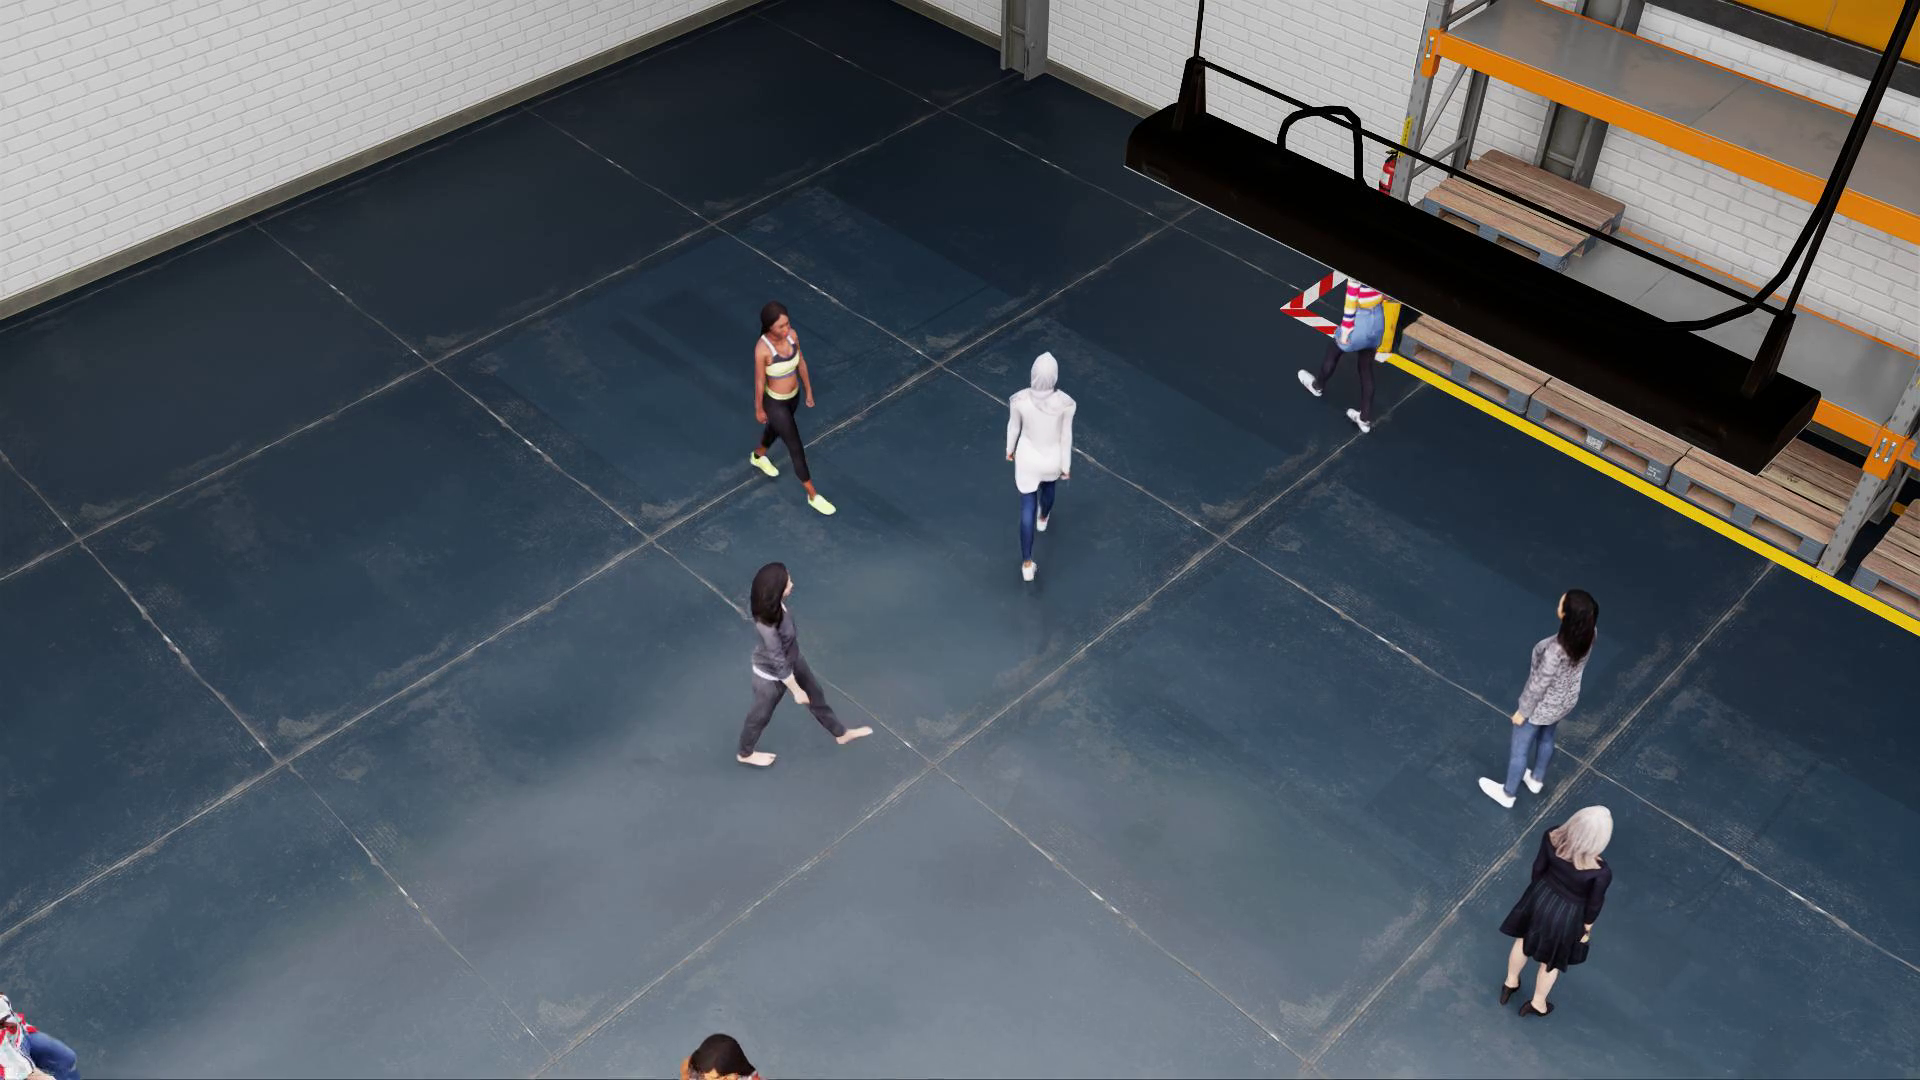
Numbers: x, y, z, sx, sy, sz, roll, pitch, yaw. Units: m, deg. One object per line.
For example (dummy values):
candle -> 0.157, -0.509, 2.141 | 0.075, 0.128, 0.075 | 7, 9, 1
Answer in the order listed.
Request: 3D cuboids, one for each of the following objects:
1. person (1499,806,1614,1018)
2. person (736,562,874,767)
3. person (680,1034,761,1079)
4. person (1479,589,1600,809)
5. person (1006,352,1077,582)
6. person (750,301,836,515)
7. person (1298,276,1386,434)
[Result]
person -> 3.216, 2.001, 8.961 | 0.691, 1.747, 0.548 | -27, 50, -25
person -> -1.222, 0.822, 10.216 | 1.145, 1.722, 1.119 | -3, 44, -3
person -> -1.129, 2.811, 8.193 | 0.959, 1.632, 0.945 | 14, 45, 14
person -> 3.561, 0.967, 10.058 | 0.652, 1.731, 0.584 | -26, 49, -25
person -> 0.538, -0.490, 11.580 | 1.142, 1.740, 1.134 | 5, 44, 5
person -> -1.362, -1.040, 12.182 | 1.144, 1.706, 0.653 | 30, 51, 28
person -> 3.134, -1.587, 12.706 | 0.863, 1.776, 1.102 | -19, 47, -19
